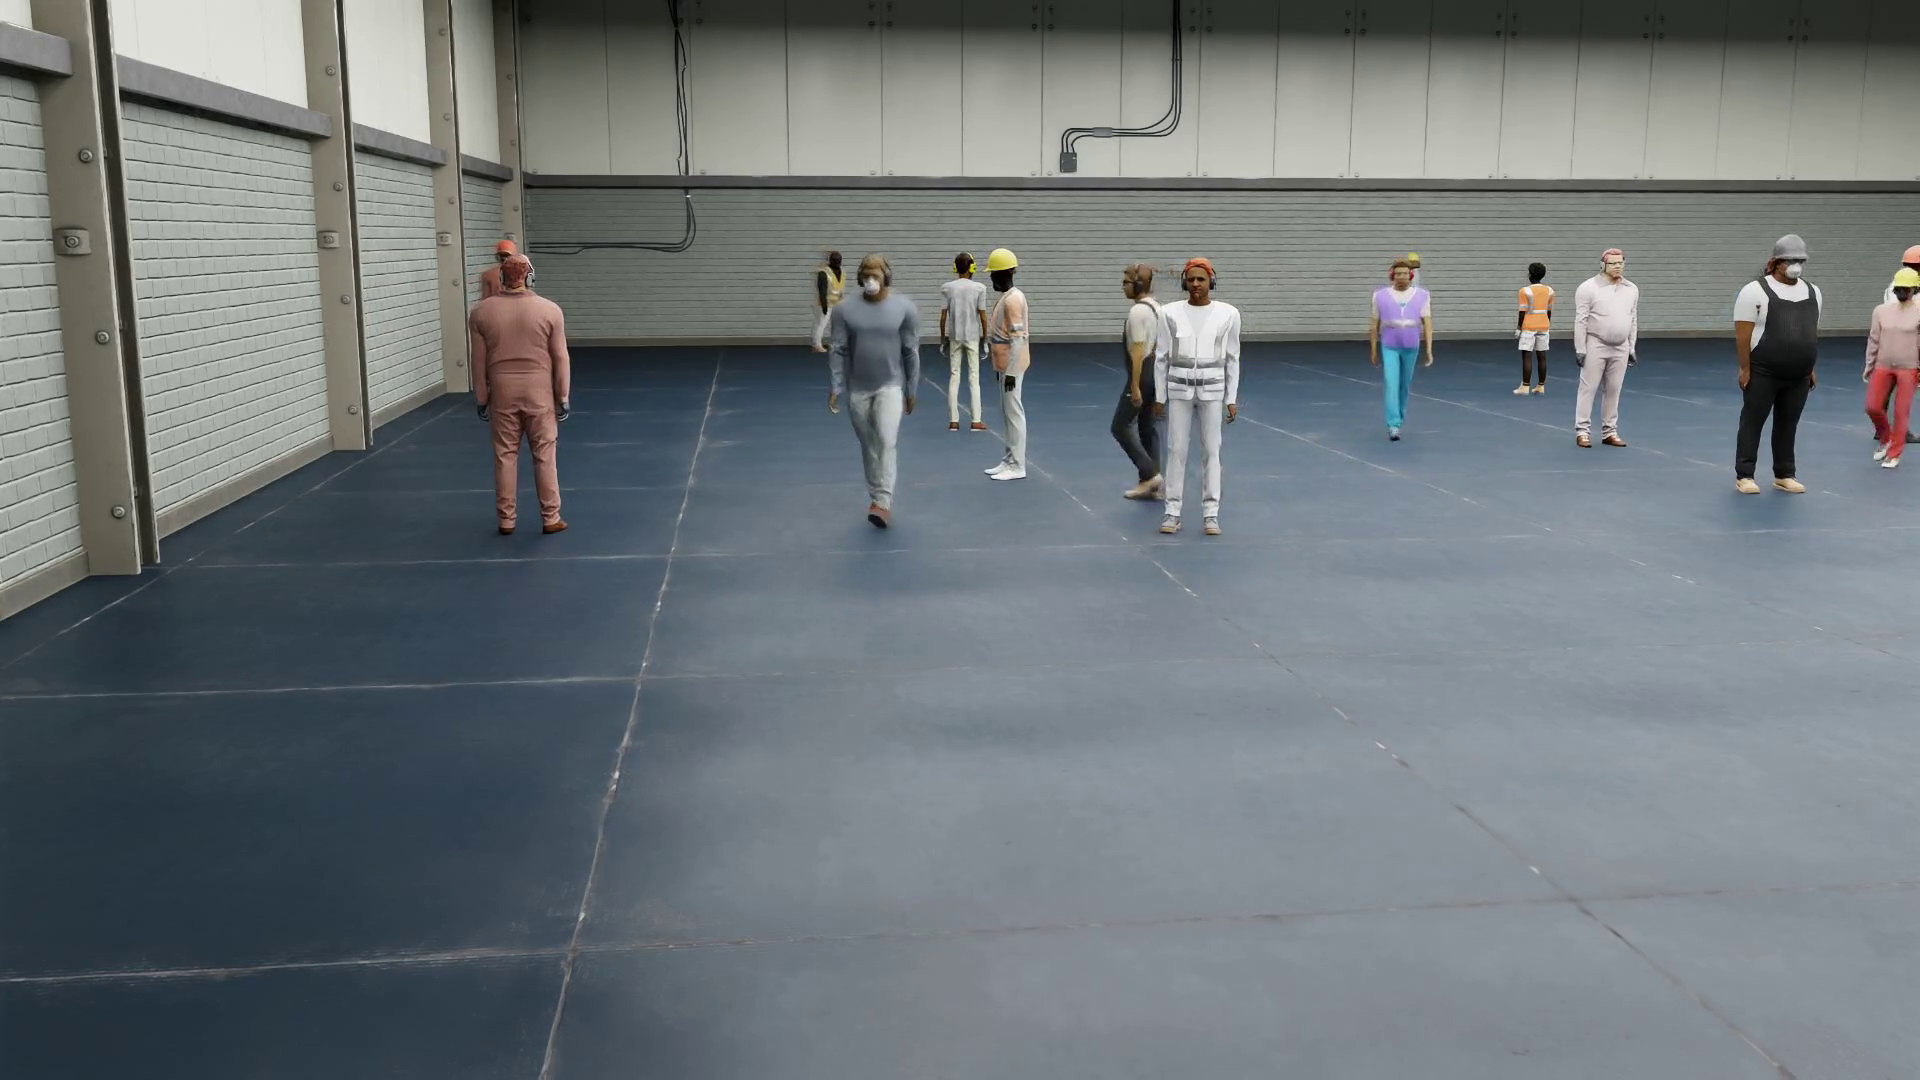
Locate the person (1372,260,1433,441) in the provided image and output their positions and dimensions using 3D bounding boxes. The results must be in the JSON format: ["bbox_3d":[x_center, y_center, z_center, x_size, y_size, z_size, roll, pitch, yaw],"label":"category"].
[{"bbox_3d":[4.449,-1.920,16.787,0.592,1.802,0.971,1,10,7],"label":"person"}]

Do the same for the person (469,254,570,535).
[{"bbox_3d":[-2.972,-0.980,11.313,0.652,1.906,0.408,-1,10,-5],"label":"person"}]

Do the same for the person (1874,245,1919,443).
[{"bbox_3d":[9.348,-1.929,16.429,0.379,1.937,0.547,-1,10,-5],"label":"person"}]

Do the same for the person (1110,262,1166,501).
[{"bbox_3d":[1.375,-1.193,12.693,0.402,1.829,0.519,6,12,31],"label":"person"}]

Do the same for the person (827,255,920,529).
[{"bbox_3d":[-0.615,-1.036,11.655,0.632,1.885,1.015,1,10,7],"label":"person"}]

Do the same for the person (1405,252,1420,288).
[{"bbox_3d":[8.061,-4.257,29.726,0.320,1.742,0.492,4,11,21],"label":"person"}]

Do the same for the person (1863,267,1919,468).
[{"bbox_3d":[8.204,-1.502,14.574,0.374,1.752,0.551,-9,14,-40],"label":"person"}]

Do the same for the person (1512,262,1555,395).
[{"bbox_3d":[7.346,-2.697,21.302,0.533,1.697,0.318,-4,11,-21],"label":"person"}]

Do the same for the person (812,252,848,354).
[{"bbox_3d":[-2.245,-4.102,28.861,0.628,1.763,1.039,-9,14,-42],"label":"person"}]

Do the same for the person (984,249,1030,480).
[{"bbox_3d":[0.390,-1.458,13.890,0.383,1.922,0.587,-1,10,-4],"label":"person"}]

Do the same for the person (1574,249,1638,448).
[{"bbox_3d":[6.243,-1.844,16.051,0.640,1.909,0.409,-2,10,-9],"label":"person"}]

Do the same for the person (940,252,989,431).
[{"bbox_3d":[0.044,-2.068,17.394,0.528,1.865,0.313,2,11,12],"label":"person"}]

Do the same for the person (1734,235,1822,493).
[{"bbox_3d":[6.489,-1.378,13.128,0.683,2.000,0.537,-1,10,-7],"label":"person"}]

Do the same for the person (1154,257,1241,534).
[{"bbox_3d":[1.609,-0.975,11.351,0.577,1.883,0.353,2,11,11],"label":"person"}]

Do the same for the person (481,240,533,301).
[{"bbox_3d":[-5.587,-2.725,20.668,0.658,1.972,0.681,-1,10,-8],"label":"person"}]
